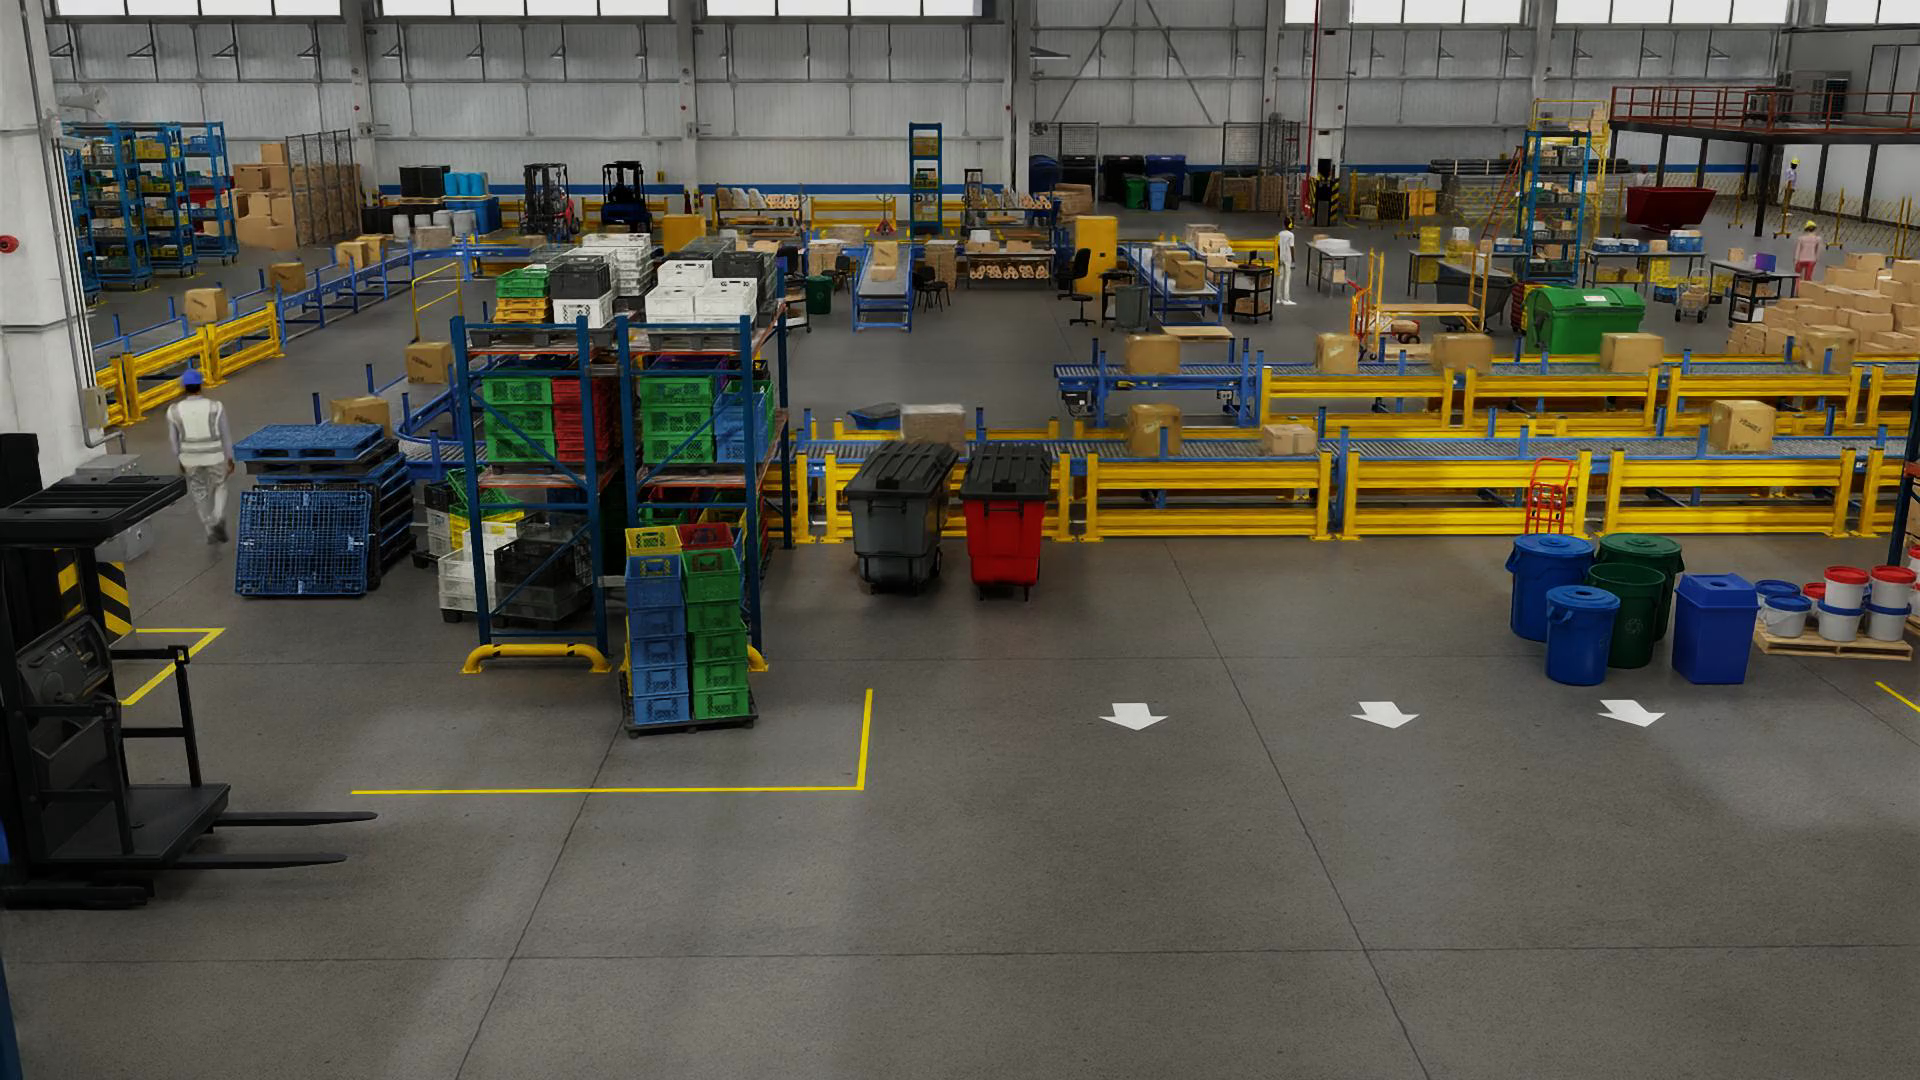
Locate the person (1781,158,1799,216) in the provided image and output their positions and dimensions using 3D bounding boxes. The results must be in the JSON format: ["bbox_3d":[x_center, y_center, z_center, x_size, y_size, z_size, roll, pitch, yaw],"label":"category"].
[{"bbox_3d":[28.096,-11.942,56.284,0.587,1.928,0.362,-14,21,-41],"label":"person"}]

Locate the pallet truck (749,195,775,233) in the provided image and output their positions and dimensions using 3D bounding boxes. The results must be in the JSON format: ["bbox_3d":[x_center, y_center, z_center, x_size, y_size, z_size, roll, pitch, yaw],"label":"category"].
[{"bbox_3d":[-6.051,-9.967,50.660,0.680,1.201,1.601,0,16,-1],"label":"pallet truck"}]

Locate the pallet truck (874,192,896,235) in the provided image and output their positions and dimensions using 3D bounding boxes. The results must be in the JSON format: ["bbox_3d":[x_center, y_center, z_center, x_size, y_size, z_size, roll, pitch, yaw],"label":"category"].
[{"bbox_3d":[-2.277,-9.986,50.594,0.653,1.274,1.630,0,16,-1],"label":"pallet truck"}]

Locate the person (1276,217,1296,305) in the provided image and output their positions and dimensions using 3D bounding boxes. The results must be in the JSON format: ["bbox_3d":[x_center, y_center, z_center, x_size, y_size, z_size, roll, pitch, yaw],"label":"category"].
[{"bbox_3d":[7.017,-5.985,35.679,0.323,1.871,0.530,-9,18,-28],"label":"person"}]

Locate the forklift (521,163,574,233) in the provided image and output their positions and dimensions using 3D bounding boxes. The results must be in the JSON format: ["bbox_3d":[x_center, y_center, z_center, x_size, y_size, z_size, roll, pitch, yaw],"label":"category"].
[{"bbox_3d":[-12.233,-10.122,49.298,1.157,1.987,2.680,0,16,-1],"label":"forklift"}]

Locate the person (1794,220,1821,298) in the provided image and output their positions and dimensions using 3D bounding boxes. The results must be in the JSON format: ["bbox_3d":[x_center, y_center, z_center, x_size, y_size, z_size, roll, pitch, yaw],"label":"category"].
[{"bbox_3d":[18.353,-6.040,36.088,0.538,1.756,0.393,3,16,10],"label":"person"}]

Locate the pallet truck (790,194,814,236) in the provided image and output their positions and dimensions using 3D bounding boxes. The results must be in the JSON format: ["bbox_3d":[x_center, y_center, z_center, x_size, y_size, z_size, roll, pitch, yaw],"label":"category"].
[{"bbox_3d":[-4.814,-9.883,50.259,0.704,1.261,1.522,-1,16,-3],"label":"pallet truck"}]

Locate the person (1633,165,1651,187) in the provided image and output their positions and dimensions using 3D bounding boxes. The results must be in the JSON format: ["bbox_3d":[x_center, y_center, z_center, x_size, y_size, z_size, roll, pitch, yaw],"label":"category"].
[{"bbox_3d":[22.049,-11.198,53.802,0.422,1.864,0.604,-12,20,-37],"label":"person"}]

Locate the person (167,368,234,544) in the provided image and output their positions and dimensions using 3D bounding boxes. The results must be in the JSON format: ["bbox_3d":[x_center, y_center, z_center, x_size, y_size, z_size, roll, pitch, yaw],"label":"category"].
[{"bbox_3d":[-8.108,-0.874,17.825,0.614,1.925,0.551,-5,17,-17],"label":"person"}]

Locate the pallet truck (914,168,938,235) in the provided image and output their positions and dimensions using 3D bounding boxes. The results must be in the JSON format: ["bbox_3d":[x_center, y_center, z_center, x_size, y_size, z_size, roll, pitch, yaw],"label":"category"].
[{"bbox_3d":[-0.989,-10.316,50.507,0.823,1.965,1.885,1,16,3],"label":"pallet truck"}]

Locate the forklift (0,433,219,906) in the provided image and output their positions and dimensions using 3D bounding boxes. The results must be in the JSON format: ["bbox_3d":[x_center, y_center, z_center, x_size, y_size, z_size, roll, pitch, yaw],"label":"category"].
[{"bbox_3d":[-5.952,0.780,10.366,1.873,2.768,1.129,0,16,-1],"label":"forklift"}]

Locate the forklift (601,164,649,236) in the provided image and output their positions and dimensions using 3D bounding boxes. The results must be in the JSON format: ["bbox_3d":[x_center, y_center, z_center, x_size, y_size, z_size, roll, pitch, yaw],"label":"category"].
[{"bbox_3d":[-9.948,-10.127,49.296,1.157,1.987,2.680,-1,16,-3],"label":"forklift"}]

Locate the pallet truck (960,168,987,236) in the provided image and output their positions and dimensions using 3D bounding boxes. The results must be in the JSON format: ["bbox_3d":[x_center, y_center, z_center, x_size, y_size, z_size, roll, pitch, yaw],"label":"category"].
[{"bbox_3d":[0.383,-10.230,50.206,0.823,1.965,1.885,-1,16,-3],"label":"pallet truck"}]
